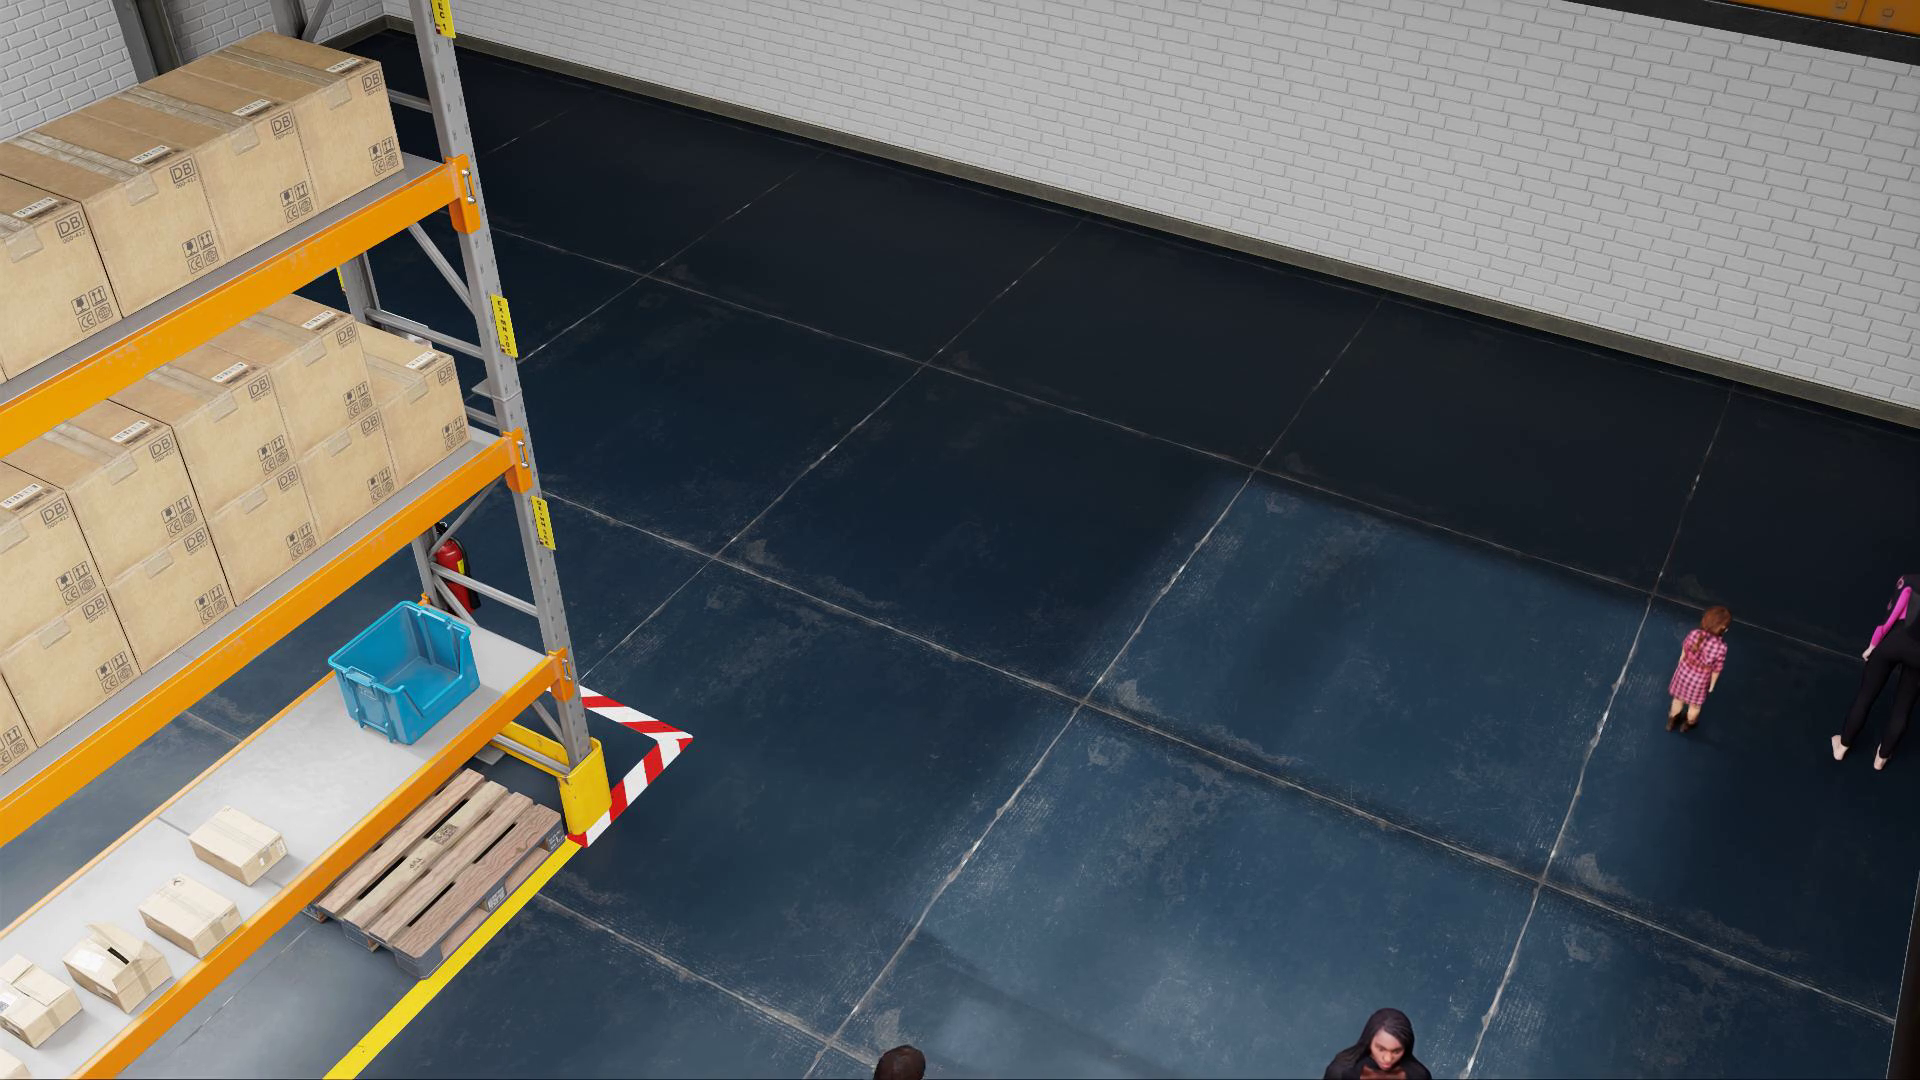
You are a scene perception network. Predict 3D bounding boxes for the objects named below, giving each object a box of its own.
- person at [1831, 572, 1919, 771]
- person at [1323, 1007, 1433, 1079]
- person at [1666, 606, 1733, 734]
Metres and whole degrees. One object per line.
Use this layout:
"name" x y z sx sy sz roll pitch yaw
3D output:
"person" 5.674 0.670 9.988 0.550 1.751 0.531 19 42 22
"person" 1.801 2.693 7.479 0.686 1.720 0.675 1 39 2
"person" 4.577 0.824 10.382 0.473 1.018 0.511 30 48 32
